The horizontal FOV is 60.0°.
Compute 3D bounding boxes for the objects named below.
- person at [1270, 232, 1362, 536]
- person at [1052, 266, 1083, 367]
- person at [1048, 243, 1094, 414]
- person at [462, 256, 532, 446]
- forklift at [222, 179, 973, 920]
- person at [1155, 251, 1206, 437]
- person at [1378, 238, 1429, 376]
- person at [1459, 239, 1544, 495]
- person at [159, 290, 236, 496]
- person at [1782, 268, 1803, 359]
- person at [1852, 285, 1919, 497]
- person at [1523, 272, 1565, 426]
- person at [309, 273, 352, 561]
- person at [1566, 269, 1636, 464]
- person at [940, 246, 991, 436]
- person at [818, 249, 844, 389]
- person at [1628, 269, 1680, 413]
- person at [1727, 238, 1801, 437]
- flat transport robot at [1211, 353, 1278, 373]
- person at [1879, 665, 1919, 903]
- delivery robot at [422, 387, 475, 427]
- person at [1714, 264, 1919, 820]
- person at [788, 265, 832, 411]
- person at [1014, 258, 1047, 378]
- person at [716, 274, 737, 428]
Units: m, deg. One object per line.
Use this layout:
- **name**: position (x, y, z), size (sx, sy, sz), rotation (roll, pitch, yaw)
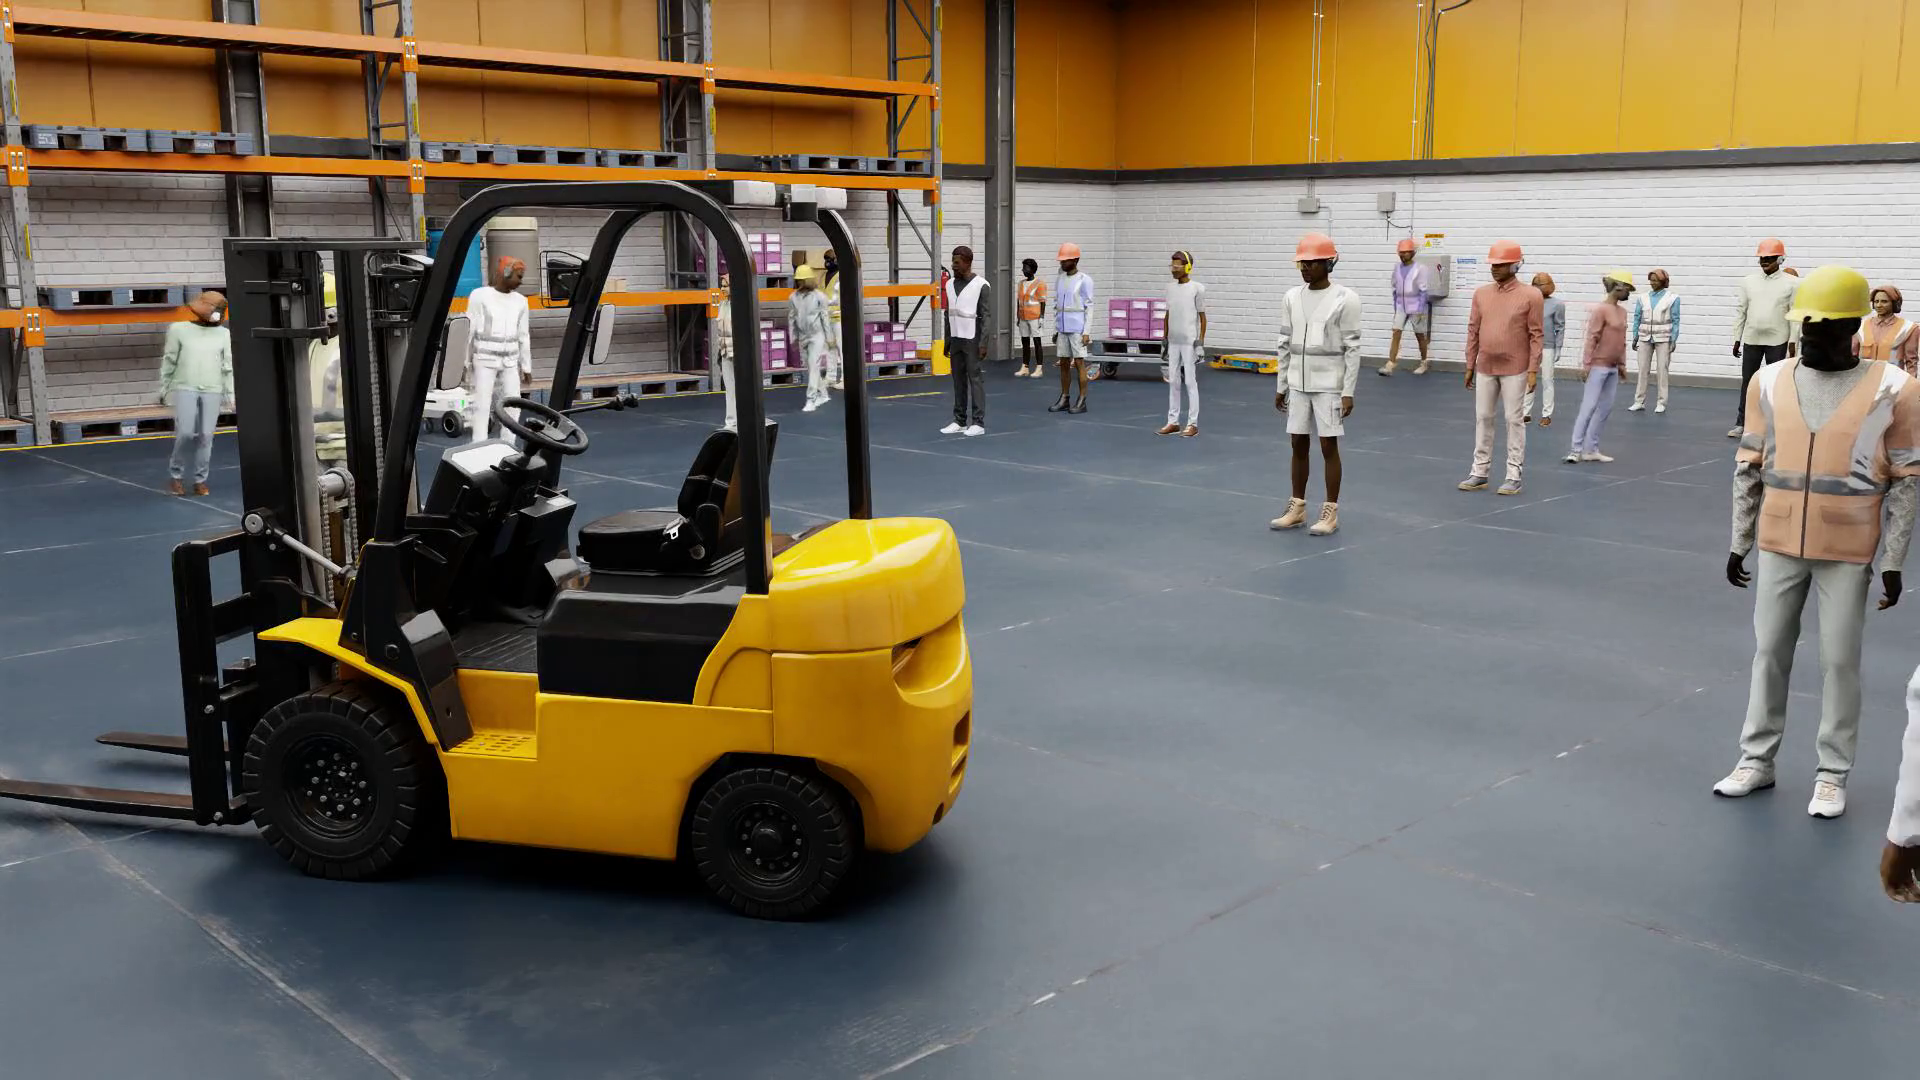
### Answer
- **person**: position (2.387, -1.046, 11.241), size (0.393, 2.041, 0.613), rotation (-10, 14, -43)
- **person**: position (1.675, -3.588, 25.579), size (0.313, 1.869, 0.528), rotation (-10, 14, -43)
- **person**: position (1.253, -2.403, 18.933), size (0.374, 1.933, 0.550), rotation (-10, 14, -43)
- **person**: position (-3.997, -1.483, 14.183), size (0.729, 1.857, 0.351), rotation (-10, 14, -43)
- **forklift**: position (-1.114, -0.058, 5.440), size (2.313, 2.155, 1.214), rotation (2, 11, 13)
- **person**: position (2.241, -1.967, 16.758), size (0.313, 1.862, 0.528), rotation (-10, 14, -43)
- **person**: position (6.484, -3.338, 23.947), size (1.031, 1.985, 0.614), rotation (-10, 14, -43)
- **person**: position (4.237, -1.349, 13.032), size (0.395, 1.990, 0.619), rotation (-10, 14, -43)
- **person**: position (-5.898, -1.135, 12.922), size (0.578, 1.595, 0.350), rotation (-7, 12, -32)
- **person**: position (9.983, -2.473, 20.137), size (0.269, 1.632, 0.505), rotation (-10, 14, -43)
- **person**: position (7.152, -1.158, 12.953), size (0.311, 1.639, 0.521), rotation (-10, 14, -43)
- **person**: position (6.169, -2.028, 17.712), size (0.278, 1.631, 0.505), rotation (-10, 14, -43)
- **person**: position (-3.279, -0.489, 8.786), size (0.403, 1.828, 0.598), rotation (-10, 14, -43)
- **person**: position (5.687, -1.528, 14.752), size (0.679, 1.727, 0.321), rotation (-8, 13, -38)
- **person**: position (0.073, -2.021, 16.901), size (0.373, 1.915, 0.594), rotation (-10, 14, -43)
- **person**: position (-1.660, -2.920, 22.011), size (0.428, 1.842, 0.631), rotation (-10, 14, -43)
- **person**: position (7.967, -2.278, 19.066), size (0.311, 1.636, 0.521), rotation (-10, 14, -43)
- **person**: position (7.988, -1.987, 16.505), size (0.396, 1.992, 0.619), rotation (-10, 14, -43)
- **flat transport robot**: position (4.437, -2.638, 24.759), size (0.652, 0.197, 1.431), rotation (-6, 12, -29)
- **person**: position (1.913, 0.563, 2.980), size (0.652, 1.852, 0.589), rotation (0, 10, 1)
- **delivery robot**: position (-5.174, -1.386, 16.903), size (0.707, 0.478, 0.477), rotation (6, 12, 31)
- **person**: position (2.985, 0.010, 5.805), size (0.382, 1.923, 0.593), rotation (-10, 14, -43)
- **person**: position (-1.711, -2.369, 19.431), size (0.501, 1.697, 0.749), rotation (5, 12, 27)
- **person**: position (1.004, -3.153, 23.712), size (0.318, 1.681, 0.539), rotation (-10, 14, -43)
- **person**: position (-2.274, -1.860, 16.785), size (0.311, 1.638, 0.521), rotation (-10, 14, -43)
